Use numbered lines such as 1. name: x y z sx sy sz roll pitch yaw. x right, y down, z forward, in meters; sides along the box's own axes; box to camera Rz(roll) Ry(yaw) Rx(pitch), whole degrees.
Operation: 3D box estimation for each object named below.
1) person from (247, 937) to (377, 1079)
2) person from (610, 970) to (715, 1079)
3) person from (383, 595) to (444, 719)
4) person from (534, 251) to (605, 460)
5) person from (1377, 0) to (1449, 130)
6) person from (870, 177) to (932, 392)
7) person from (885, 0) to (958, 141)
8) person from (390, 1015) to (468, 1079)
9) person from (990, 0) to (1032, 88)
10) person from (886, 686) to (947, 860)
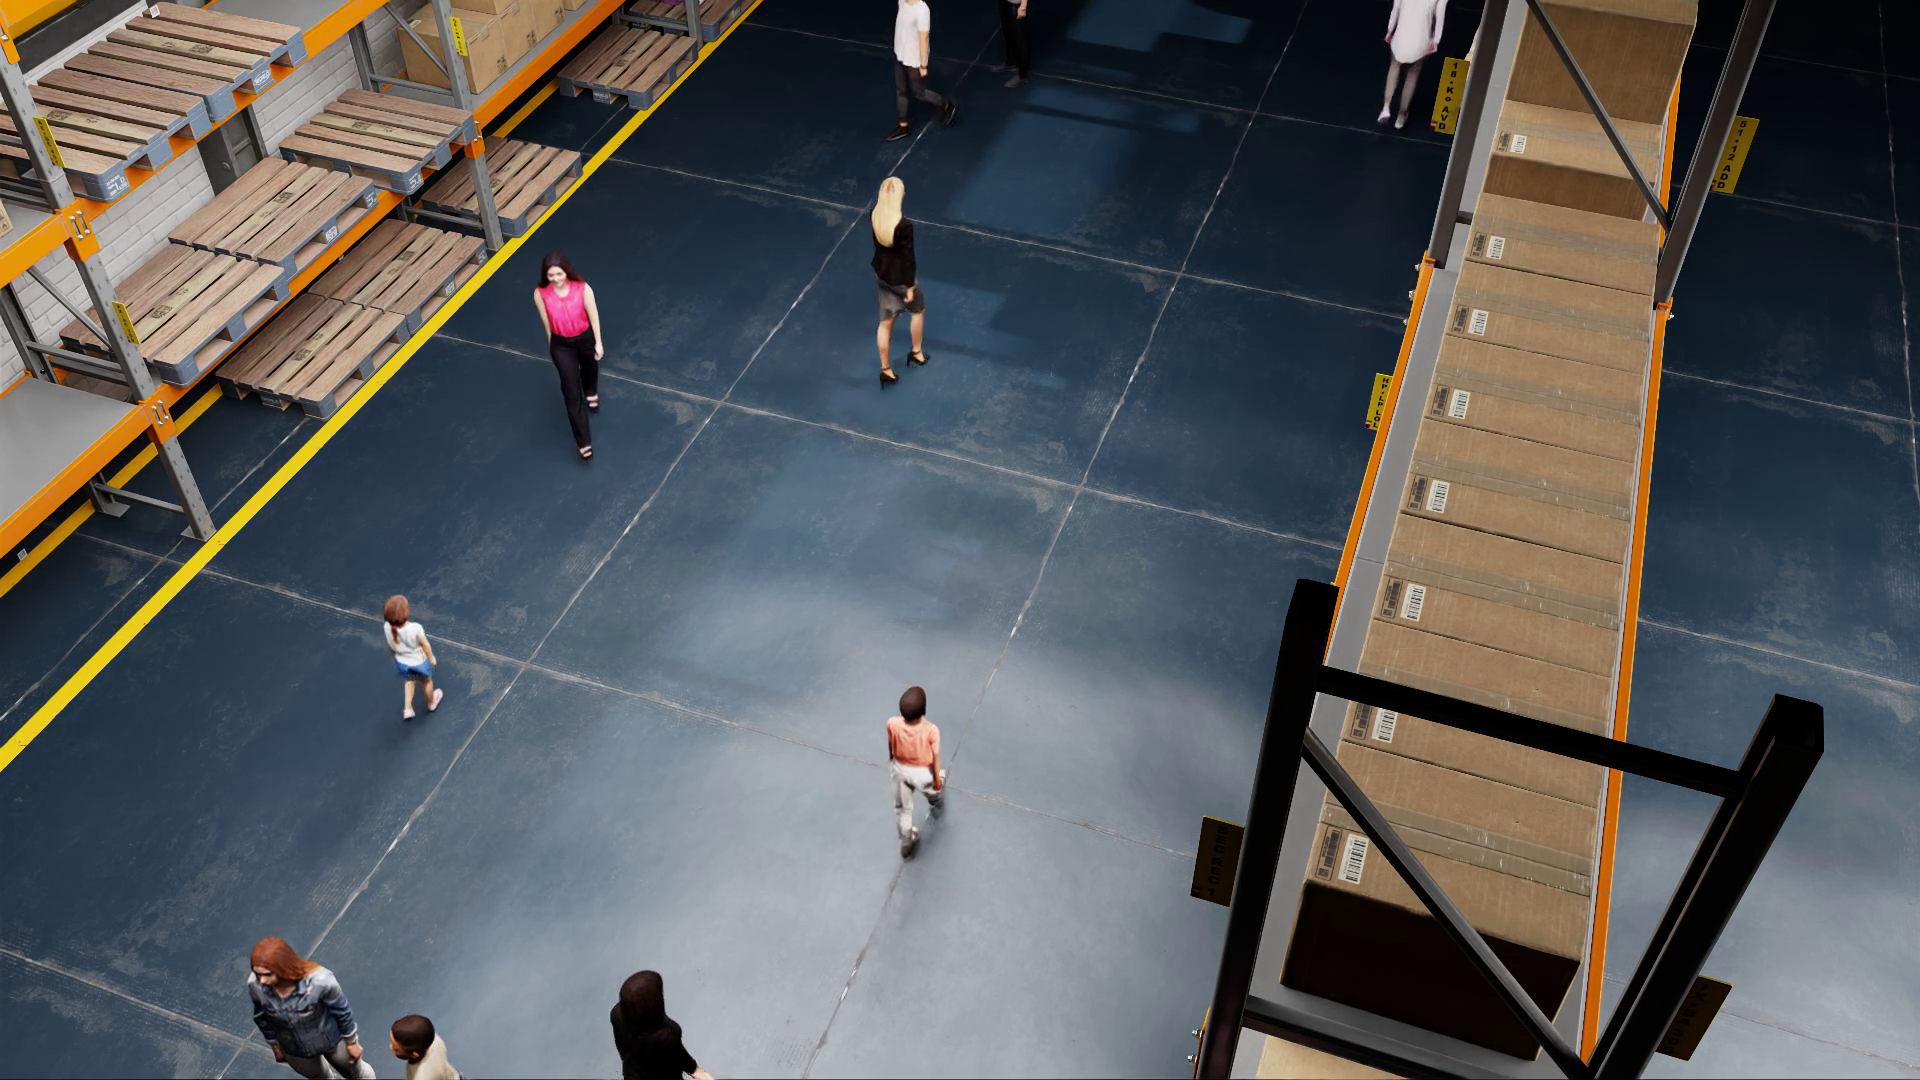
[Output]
1. person: -3.217 2.479 8.315 0.684 1.701 0.644 -1 44 -1
2. person: -1.543 2.698 8.142 0.679 1.624 0.734 30 51 28
3. person: -3.513 0.777 10.600 0.474 1.014 0.597 7 44 7
4. person: -2.906 -1.503 12.567 1.043 1.602 1.192 -12 45 -12
5. person: 4.276 -4.727 15.788 0.691 1.827 0.765 16 46 16
6. person: -0.565 -1.932 12.860 0.757 1.819 0.878 28 50 26
7. person: -0.384 -4.608 15.753 1.076 1.703 0.995 -20 47 -20
8. person: -2.527 2.757 8.199 0.668 1.458 0.580 -10 45 -10
9. person: 0.549 -5.408 16.556 0.749 1.754 0.689 -18 46 -18
10. person: -0.290 1.395 9.757 0.565 1.283 0.868 10 45 10
